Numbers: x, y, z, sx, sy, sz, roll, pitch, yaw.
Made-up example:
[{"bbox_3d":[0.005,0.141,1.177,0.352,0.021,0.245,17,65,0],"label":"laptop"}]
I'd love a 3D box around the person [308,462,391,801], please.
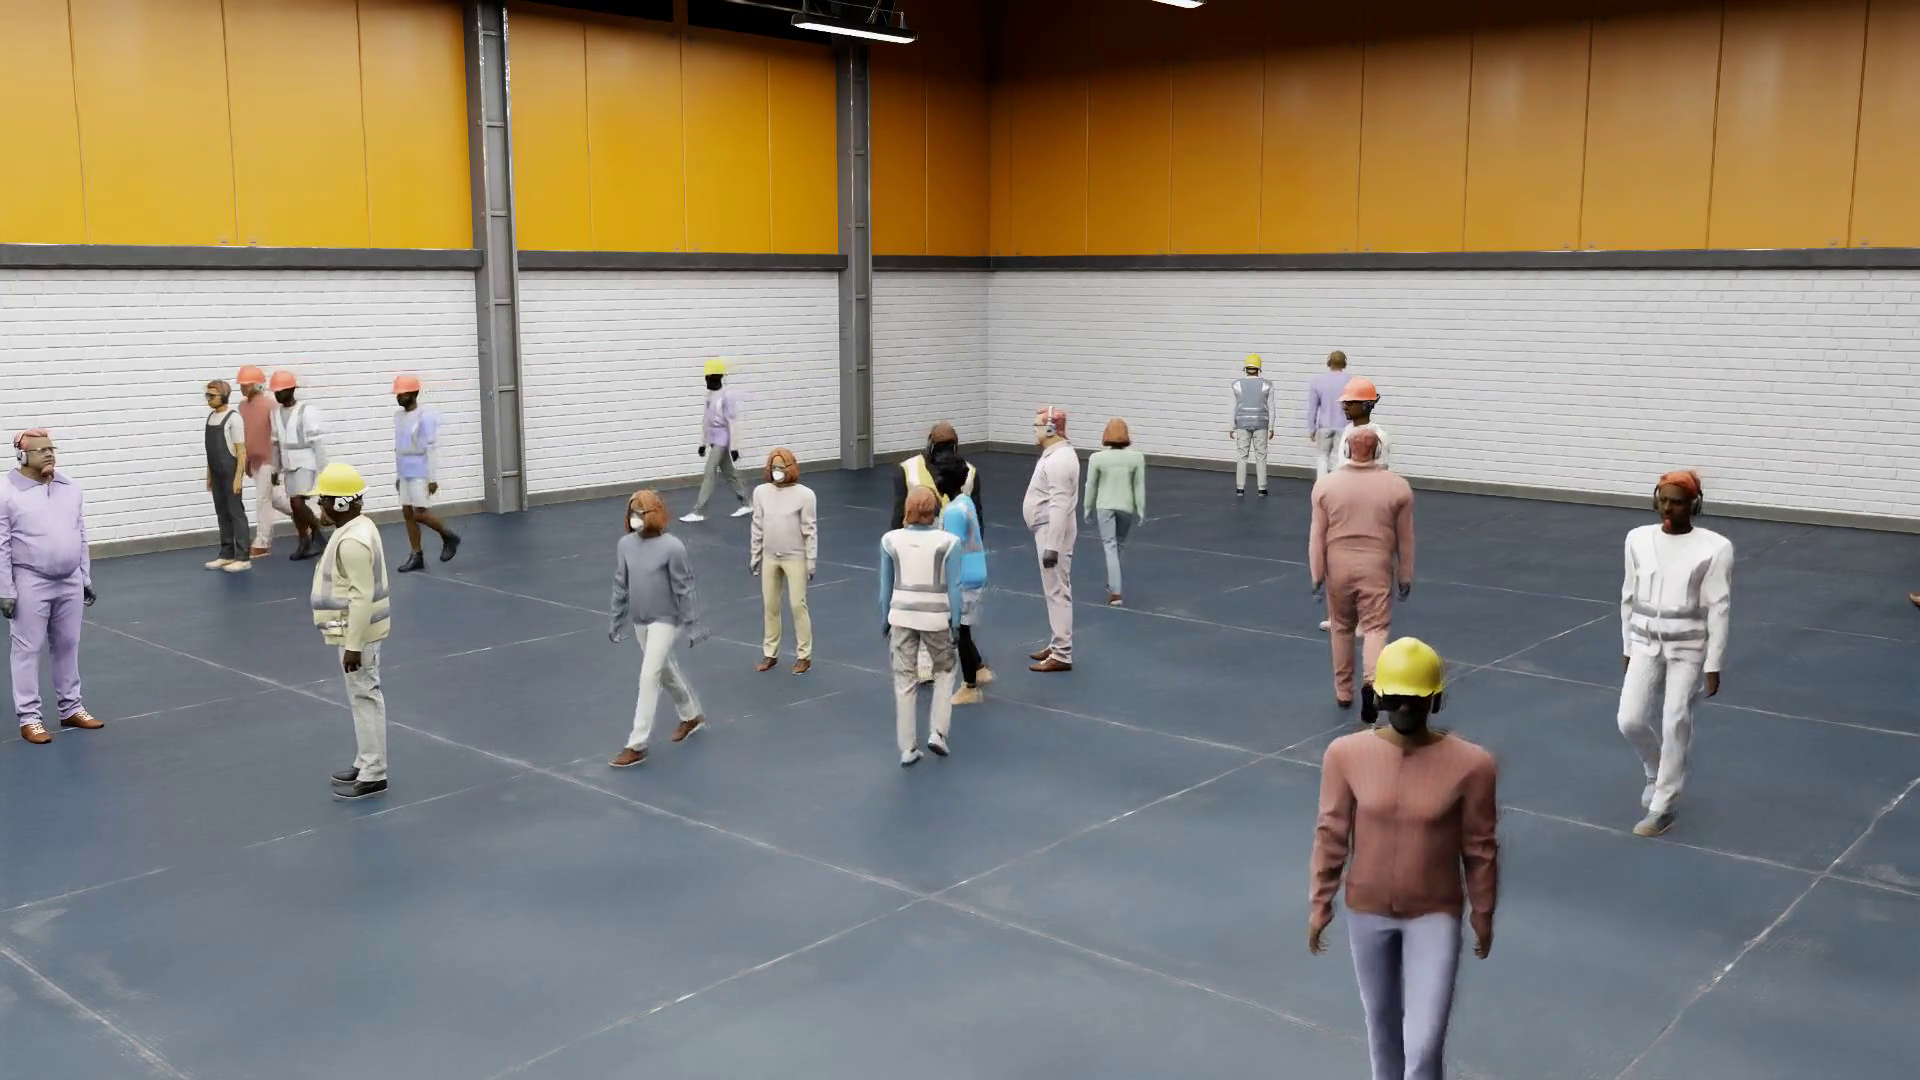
[{"bbox_3d":[-3.295,0.492,9.018,0.404,1.834,0.591,-3,10,-19],"label":"person"}]

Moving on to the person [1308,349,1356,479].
[{"bbox_3d":[4.639,-1.391,20.560,0.631,1.919,0.437,3,10,20],"label":"person"}]

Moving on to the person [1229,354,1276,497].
[{"bbox_3d":[3.744,-1.468,21.324,0.589,1.834,0.403,2,9,13],"label":"person"}]

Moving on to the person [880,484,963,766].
[{"bbox_3d":[-0.227,0.497,9.640,0.527,1.622,0.409,2,9,13],"label":"person"}]

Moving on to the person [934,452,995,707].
[{"bbox_3d":[0.004,0.265,10.917,0.351,1.677,0.560,1,9,3],"label":"person"}]

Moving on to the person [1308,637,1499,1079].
[{"bbox_3d":[1.329,1.159,5.067,0.547,1.743,0.635,4,10,25],"label":"person"}]

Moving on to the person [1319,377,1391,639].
[{"bbox_3d":[3.096,-0.248,13.005,0.375,2.044,0.604,-3,9,-17],"label":"person"}]

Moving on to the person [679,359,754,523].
[{"bbox_3d":[-2.799,-1.153,19.251,0.993,1.881,0.603,-5,11,-31],"label":"person"}]

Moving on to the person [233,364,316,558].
[{"bbox_3d":[-6.997,-0.830,16.950,0.638,1.960,0.920,6,11,32],"label":"person"}]

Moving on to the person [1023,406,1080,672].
[{"bbox_3d":[0.650,-0.012,11.953,0.403,1.906,0.652,1,9,5],"label":"person"}]

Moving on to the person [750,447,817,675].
[{"bbox_3d":[-1.248,0.148,11.841,0.505,1.628,0.276,4,10,23],"label":"person"}]

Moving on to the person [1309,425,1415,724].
[{"bbox_3d":[2.559,0.211,10.637,0.655,1.887,0.798,3,9,16],"label":"person"}]

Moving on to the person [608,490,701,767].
[{"bbox_3d":[-1.807,0.482,9.840,0.521,1.587,0.875,6,11,33],"label":"person"}]

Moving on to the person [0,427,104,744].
[{"bbox_3d":[-5.593,0.267,10.188,0.410,1.913,0.643,4,10,24],"label":"person"}]

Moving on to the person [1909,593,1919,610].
[{"bbox_3d":[8.070,-0.187,13.246,0.654,1.840,1.061,-4,10,-24],"label":"person"}]

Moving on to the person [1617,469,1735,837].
[{"bbox_3d":[3.612,0.568,8.433,0.474,1.868,0.580,-8,12,-43],"label":"person"}]

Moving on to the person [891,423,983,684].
[{"bbox_3d":[-0.137,0.100,11.576,0.637,1.801,0.878,-2,9,-13],"label":"person"}]

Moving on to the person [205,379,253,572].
[{"bbox_3d":[-7.045,-0.617,15.945,0.513,1.843,0.329,6,11,32],"label":"person"}]

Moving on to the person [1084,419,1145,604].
[{"bbox_3d":[1.345,-0.260,14.510,0.512,1.589,0.841,-1,9,-8],"label":"person"}]

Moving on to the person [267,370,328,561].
[{"bbox_3d":[-6.552,-0.725,16.424,0.617,1.909,0.495,4,10,21],"label":"person"}]

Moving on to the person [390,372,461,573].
[{"bbox_3d":[-5.178,-0.652,15.956,0.545,1.922,0.561,7,11,36],"label":"person"}]
